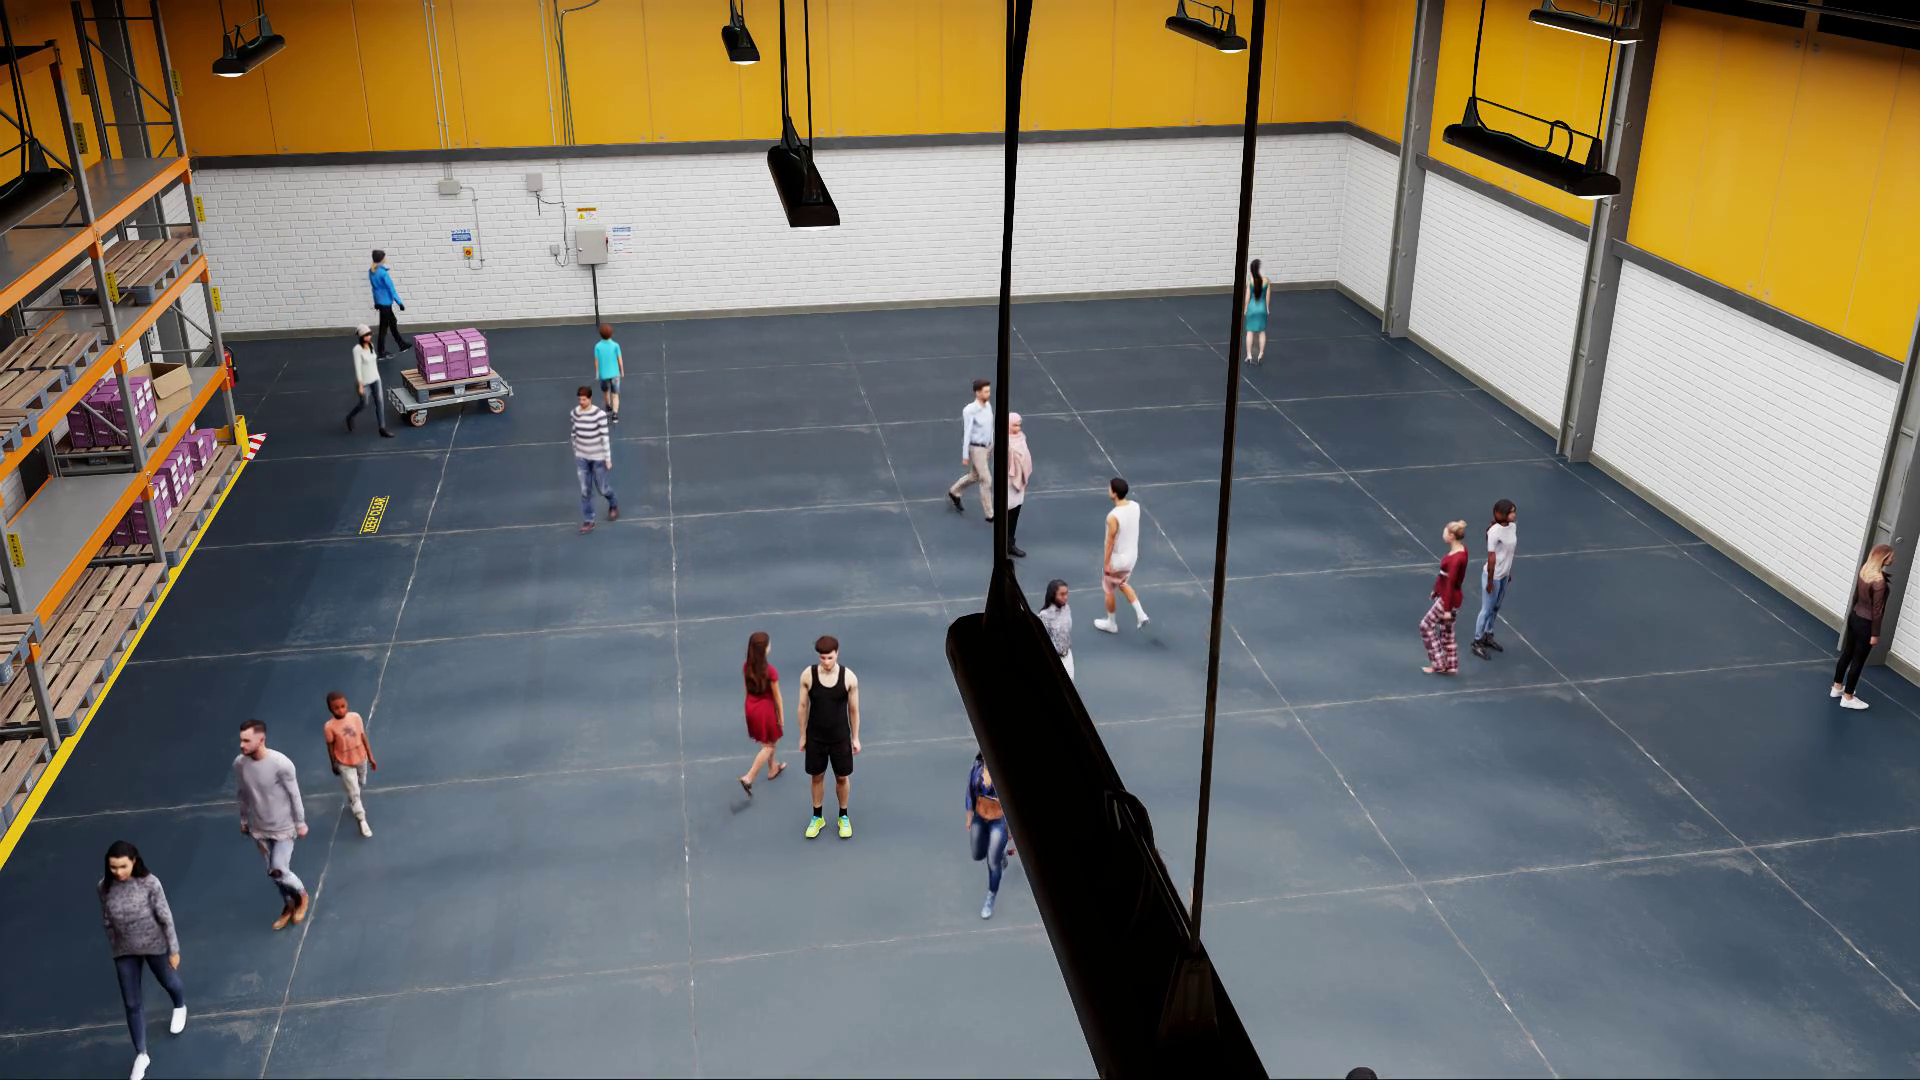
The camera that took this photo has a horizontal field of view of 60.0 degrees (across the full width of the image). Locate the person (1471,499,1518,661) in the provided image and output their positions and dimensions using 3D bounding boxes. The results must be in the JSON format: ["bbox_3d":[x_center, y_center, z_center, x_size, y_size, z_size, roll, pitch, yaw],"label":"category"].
[{"bbox_3d":[5.563,0.380,17.255,0.668,1.720,0.695,-21,31,-40],"label":"person"}]

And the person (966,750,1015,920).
[{"bbox_3d":[0.276,2.211,13.211,0.873,1.605,0.956,12,26,25],"label":"person"}]

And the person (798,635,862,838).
[{"bbox_3d":[-1.115,1.647,14.141,0.722,1.892,0.641,0,24,0],"label":"person"}]

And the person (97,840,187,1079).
[{"bbox_3d":[-5.707,2.819,11.694,0.652,1.705,0.978,-3,24,-7],"label":"person"}]

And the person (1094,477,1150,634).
[{"bbox_3d":[1.757,0.207,17.587,0.909,1.771,1.012,-21,31,-40],"label":"person"}]

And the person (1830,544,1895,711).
[{"bbox_3d":[8.828,0.823,16.261,0.709,1.705,0.522,1,24,3],"label":"person"}]

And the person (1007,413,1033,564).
[{"bbox_3d":[0.608,-0.624,19.449,0.782,1.803,0.728,16,28,33],"label":"person"}]

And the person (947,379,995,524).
[{"bbox_3d":[0.170,-1.115,20.558,1.238,1.813,1.175,15,28,31],"label":"person"}]

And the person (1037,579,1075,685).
[{"bbox_3d":[0.816,1.150,15.518,0.920,1.701,1.125,-18,30,-36],"label":"person"}]

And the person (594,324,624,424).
[{"bbox_3d":[-5.045,-2.375,23.938,0.533,1.415,0.959,-4,24,-9],"label":"person"}]

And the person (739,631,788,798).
[{"bbox_3d":[-1.791,1.554,14.800,0.907,1.534,1.010,13,27,27],"label":"person"}]

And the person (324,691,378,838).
[{"bbox_3d":[-5.286,1.864,14.386,0.766,1.298,0.952,-18,29,-35],"label":"person"}]

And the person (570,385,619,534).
[{"bbox_3d":[-4.460,-1.039,20.361,0.927,1.832,1.081,7,25,15],"label":"person"}]

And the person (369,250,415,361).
[{"bbox_3d":[-9.278,-3.733,26.597,0.984,1.775,1.002,-20,31,-38],"label":"person"}]

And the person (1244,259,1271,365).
[{"bbox_3d":[4.729,-3.646,26.506,0.583,1.687,0.537,0,24,1],"label":"person"}]

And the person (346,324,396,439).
[{"bbox_3d":[-8.377,-2.237,23.357,1.011,1.626,1.059,10,25,21],"label":"person"}]

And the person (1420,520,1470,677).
[{"bbox_3d":[5.011,0.610,16.765,0.824,1.691,0.754,11,26,23],"label":"person"}]

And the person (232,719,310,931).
[{"bbox_3d":[-5.321,2.184,13.003,0.800,1.821,0.792,6,24,14],"label":"person"}]
